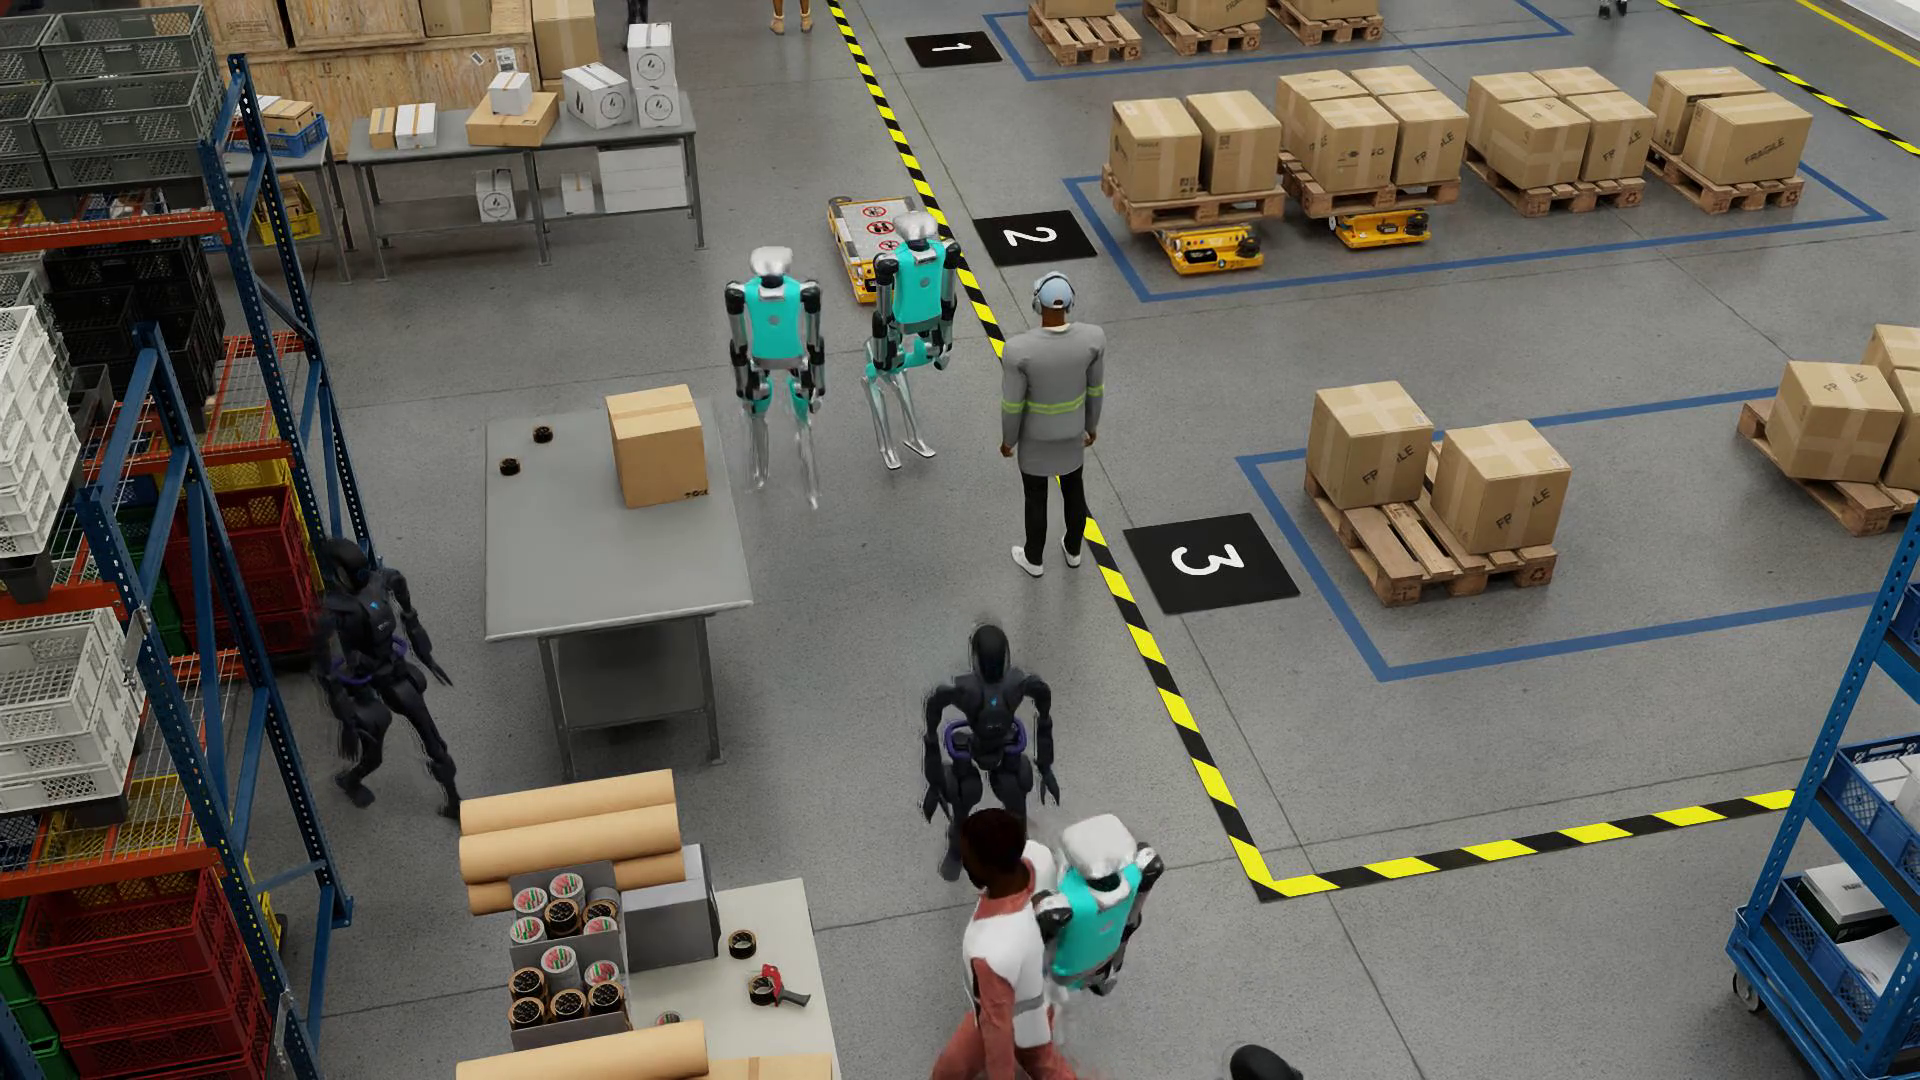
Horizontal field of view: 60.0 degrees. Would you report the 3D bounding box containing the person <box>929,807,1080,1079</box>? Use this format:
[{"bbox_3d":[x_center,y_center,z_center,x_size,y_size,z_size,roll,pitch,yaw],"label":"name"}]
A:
[{"bbox_3d":[0.149,1.652,6.001,0.997,1.858,0.604,14,39,17],"label":"person"}]

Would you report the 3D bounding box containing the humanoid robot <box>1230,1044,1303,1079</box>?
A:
[{"bbox_3d":[0.888,2.153,5.486,0.517,1.646,0.599,26,44,30],"label":"humanoid robot"}]

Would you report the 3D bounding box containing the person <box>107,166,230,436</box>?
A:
[{"bbox_3d":[-4.915,-1.483,10.231,0.340,1.841,0.500,-25,44,-30],"label":"person"}]

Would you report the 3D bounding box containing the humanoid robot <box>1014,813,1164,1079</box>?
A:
[{"bbox_3d":[0.301,1.545,6.242,0.557,1.726,0.969,-22,42,-26],"label":"humanoid robot"}]

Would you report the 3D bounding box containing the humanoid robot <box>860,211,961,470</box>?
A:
[{"bbox_3d":[-0.363,-1.244,9.883,0.533,1.677,0.735,-18,40,-23],"label":"humanoid robot"}]

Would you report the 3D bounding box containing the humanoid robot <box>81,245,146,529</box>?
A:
[{"bbox_3d":[-5.158,-0.817,9.451,0.921,1.780,0.567,-7,37,-9],"label":"humanoid robot"}]

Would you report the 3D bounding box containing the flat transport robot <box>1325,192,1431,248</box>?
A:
[{"bbox_3d":[3.134,-2.740,13.213,0.652,0.197,1.431,-8,37,-10],"label":"flat transport robot"}]

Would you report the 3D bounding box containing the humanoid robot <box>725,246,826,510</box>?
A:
[{"bbox_3d":[-1.029,-0.988,9.679,0.536,1.799,0.815,-1,37,-2],"label":"humanoid robot"}]

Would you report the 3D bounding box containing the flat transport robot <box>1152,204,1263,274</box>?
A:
[{"bbox_3d":[1.790,-2.499,12.889,0.652,0.197,1.431,-8,37,-10],"label":"flat transport robot"}]

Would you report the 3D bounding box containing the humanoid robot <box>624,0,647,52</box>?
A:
[{"bbox_3d":[-3.127,-5.474,15.724,0.333,1.651,0.590,0,37,0],"label":"humanoid robot"}]

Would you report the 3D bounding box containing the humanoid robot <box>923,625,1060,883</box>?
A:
[{"bbox_3d":[0.131,0.959,7.116,0.603,1.633,0.663,-6,37,-8],"label":"humanoid robot"}]

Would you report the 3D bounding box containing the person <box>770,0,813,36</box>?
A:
[{"bbox_3d":[-1.696,-5.910,16.014,0.614,2.039,0.388,-8,37,-10],"label":"person"}]

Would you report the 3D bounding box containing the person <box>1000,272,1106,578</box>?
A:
[{"bbox_3d":[0.486,-0.621,9.062,0.589,1.852,0.398,-10,38,-14],"label":"person"}]

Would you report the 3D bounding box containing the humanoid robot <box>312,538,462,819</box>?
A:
[{"bbox_3d":[-2.640,0.647,7.548,0.776,1.634,0.608,19,41,23],"label":"humanoid robot"}]

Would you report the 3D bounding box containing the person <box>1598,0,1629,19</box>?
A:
[{"bbox_3d":[6.573,-6.044,16.381,0.595,1.817,0.445,9,38,12],"label":"person"}]

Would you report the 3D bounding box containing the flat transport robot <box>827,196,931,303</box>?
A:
[{"bbox_3d":[-0.570,-2.220,12.538,0.659,0.231,1.431,-8,37,-10],"label":"flat transport robot"}]
